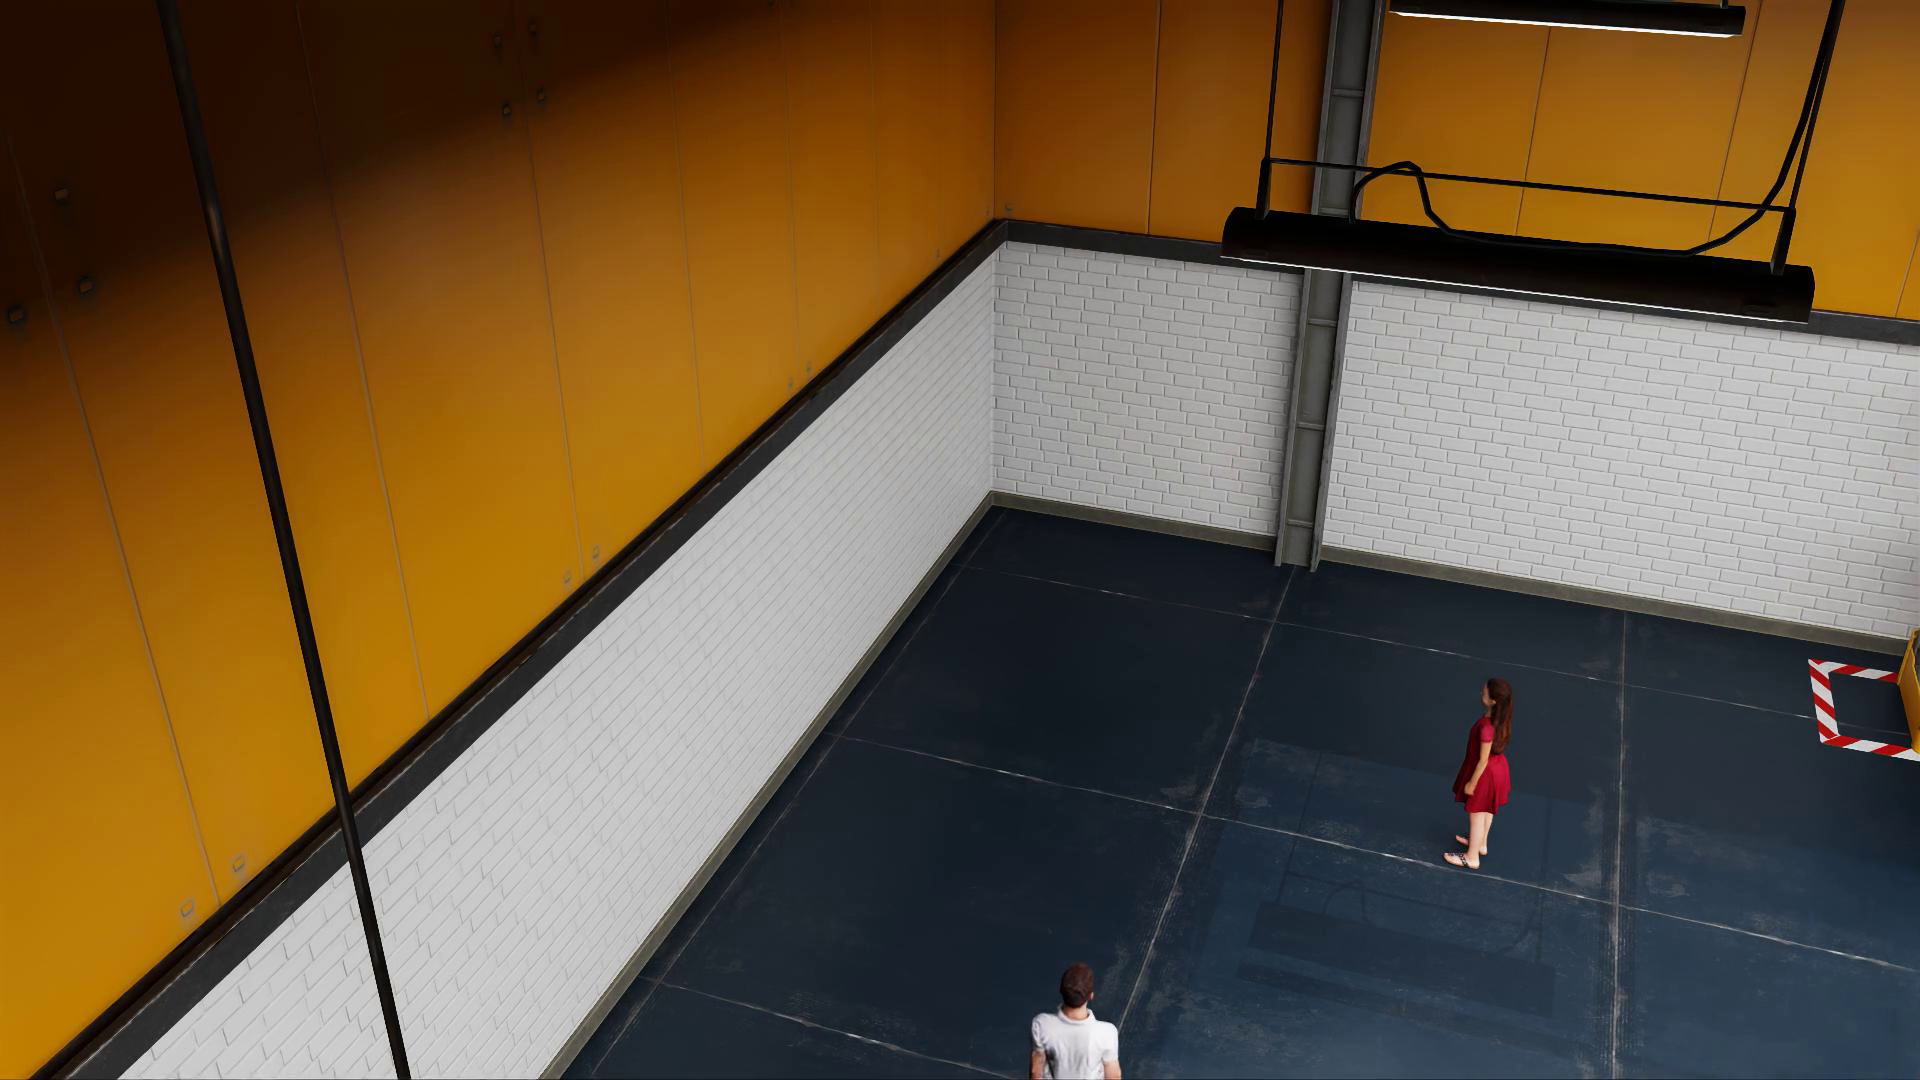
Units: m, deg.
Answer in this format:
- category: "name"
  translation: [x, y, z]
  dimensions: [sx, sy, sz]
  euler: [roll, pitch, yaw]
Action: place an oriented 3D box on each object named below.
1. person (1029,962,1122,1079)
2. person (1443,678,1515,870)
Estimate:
- category: "person"
  translation: [0.612, 3.042, 8.994]
  dimensions: [0.543, 1.850, 0.746]
  euler: [5, 29, 9]
- category: "person"
  translation: [3.748, 1.647, 11.862]
  dimensions: [0.667, 1.553, 0.607]
  euler: [18, 33, 30]
